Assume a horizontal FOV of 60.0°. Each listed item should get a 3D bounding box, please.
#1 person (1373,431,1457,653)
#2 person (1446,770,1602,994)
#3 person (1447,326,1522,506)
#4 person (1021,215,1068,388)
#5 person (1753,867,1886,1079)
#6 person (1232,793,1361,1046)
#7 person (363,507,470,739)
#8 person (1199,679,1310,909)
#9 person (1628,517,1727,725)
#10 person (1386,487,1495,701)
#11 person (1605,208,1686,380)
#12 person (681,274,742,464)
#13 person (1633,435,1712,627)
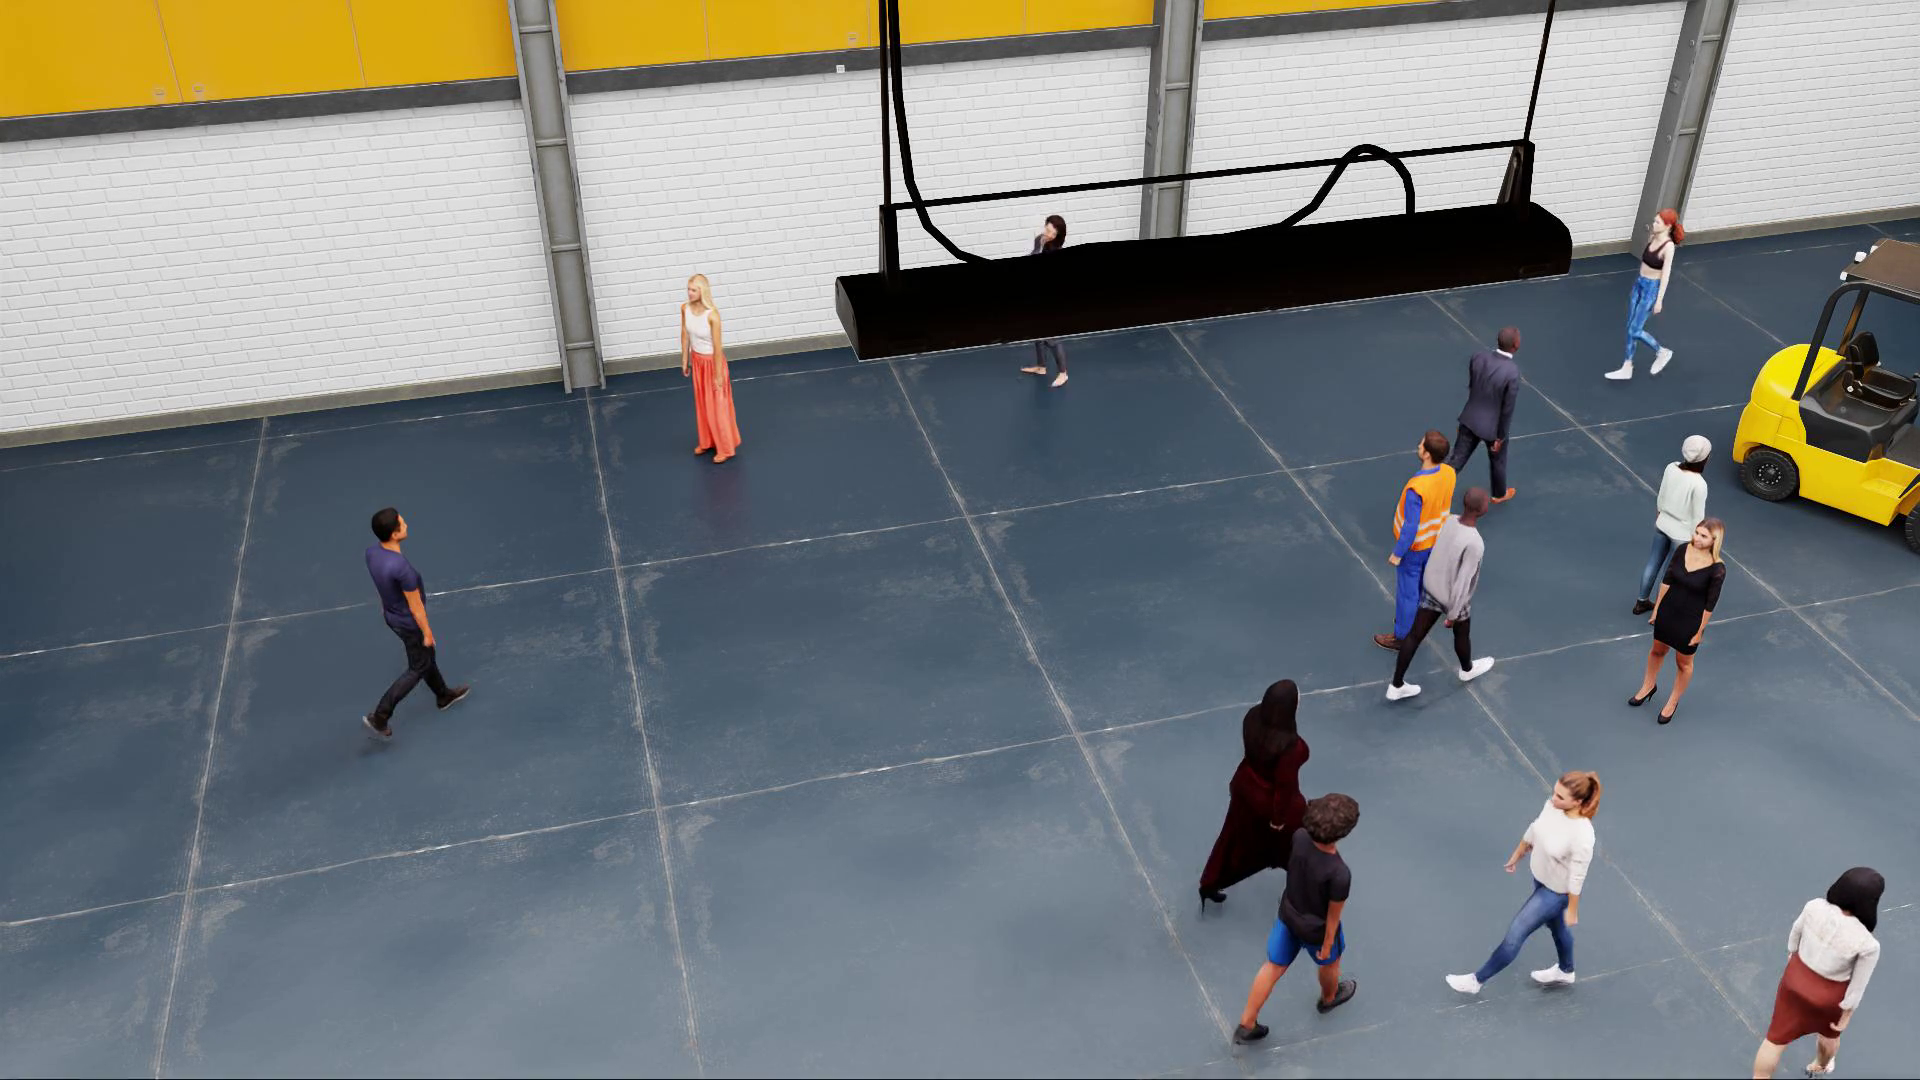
[{"bbox_3d":[3.417,0.015,12.376,0.724,1.864,0.848,-27,42,-35],"label":"person"},{"bbox_3d":[3.488,1.991,9.564,1.121,1.686,0.814,1,34,1],"label":"person"},{"bbox_3d":[4.307,-0.923,13.859,1.324,1.784,1.019,-22,40,-30],"label":"person"},{"bbox_3d":[0.811,-2.362,16.053,0.627,1.752,0.731,-5,34,-8],"label":"person"},{"bbox_3d":[4.480,2.457,8.831,1.035,1.720,0.826,-22,40,-30],"label":"person"},{"bbox_3d":[1.874,2.141,9.269,1.228,1.763,0.925,-23,40,-31],"label":"person"},{"bbox_3d":[-3.926,0.596,11.590,0.994,1.767,1.175,28,43,35],"label":"person"},{"bbox_3d":[1.783,1.598,10.130,1.135,1.713,0.838,-16,37,-23],"label":"person"},{"bbox_3d":[5.099,0.551,11.738,0.561,1.677,0.599,-20,39,-28],"label":"person"},{"bbox_3d":[3.393,0.431,11.880,1.151,1.720,0.711,-13,36,-19],"label":"person"},{"bbox_3d":[6.686,-2.348,16.011,0.867,1.776,0.657,-2,34,-3],"label":"person"},{"bbox_3d":[-2.233,-1.537,14.770,0.728,1.799,0.765,24,41,32],"label":"person"},{"bbox_3d":[5.480,-0.085,12.725,0.543,1.645,0.594,-13,36,-19],"label":"person"}]
